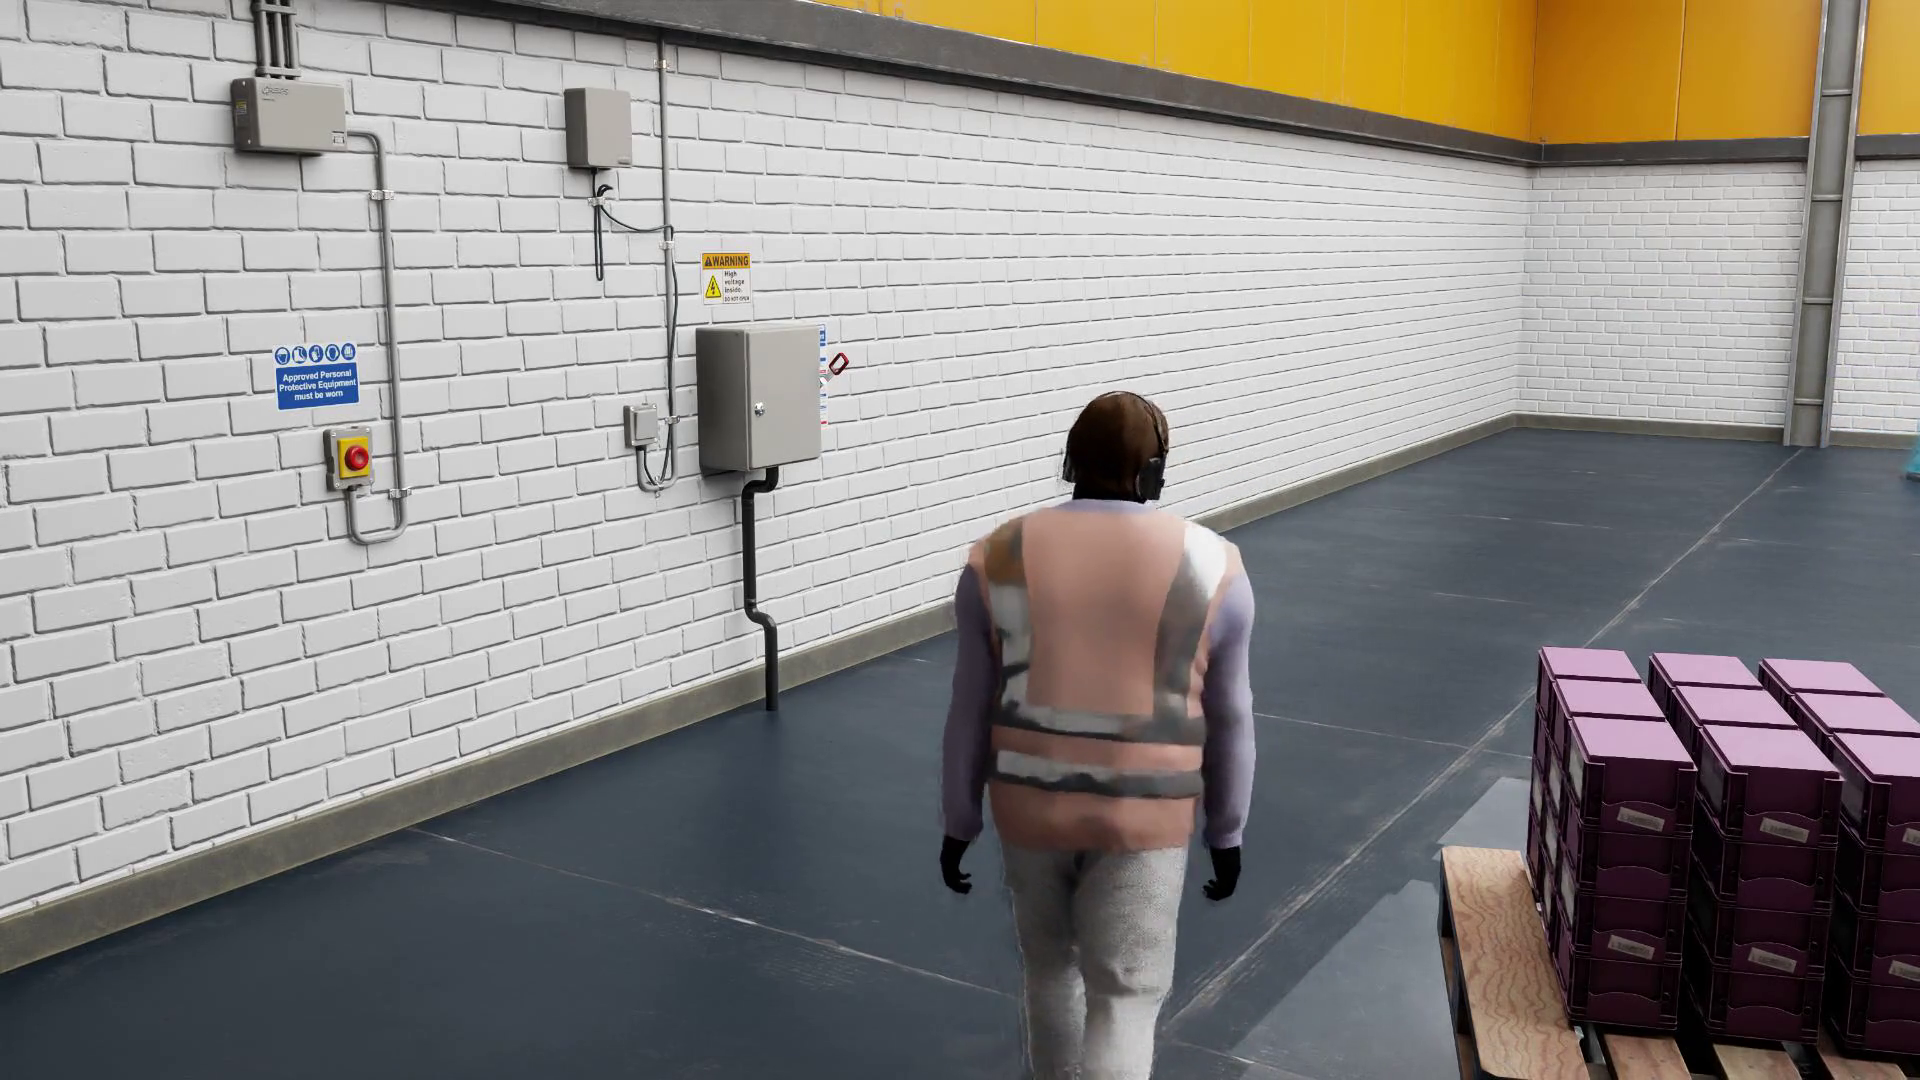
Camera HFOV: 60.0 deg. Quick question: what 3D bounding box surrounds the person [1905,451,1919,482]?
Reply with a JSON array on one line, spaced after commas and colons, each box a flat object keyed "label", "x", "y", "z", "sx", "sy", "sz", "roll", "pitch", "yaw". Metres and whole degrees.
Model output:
[{"label": "person", "x": 8.676, "y": -1.339, "z": 14.193, "sx": 0.989, "sy": 1.790, "sz": 0.586, "roll": 6, "pitch": 12, "yaw": 31}]

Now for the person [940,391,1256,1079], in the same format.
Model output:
[{"label": "person", "x": 0.279, "y": 0.594, "z": 3.481, "sx": 0.658, "sy": 1.799, "sz": 0.845, "roll": 2, "pitch": 11, "yaw": 13}]
